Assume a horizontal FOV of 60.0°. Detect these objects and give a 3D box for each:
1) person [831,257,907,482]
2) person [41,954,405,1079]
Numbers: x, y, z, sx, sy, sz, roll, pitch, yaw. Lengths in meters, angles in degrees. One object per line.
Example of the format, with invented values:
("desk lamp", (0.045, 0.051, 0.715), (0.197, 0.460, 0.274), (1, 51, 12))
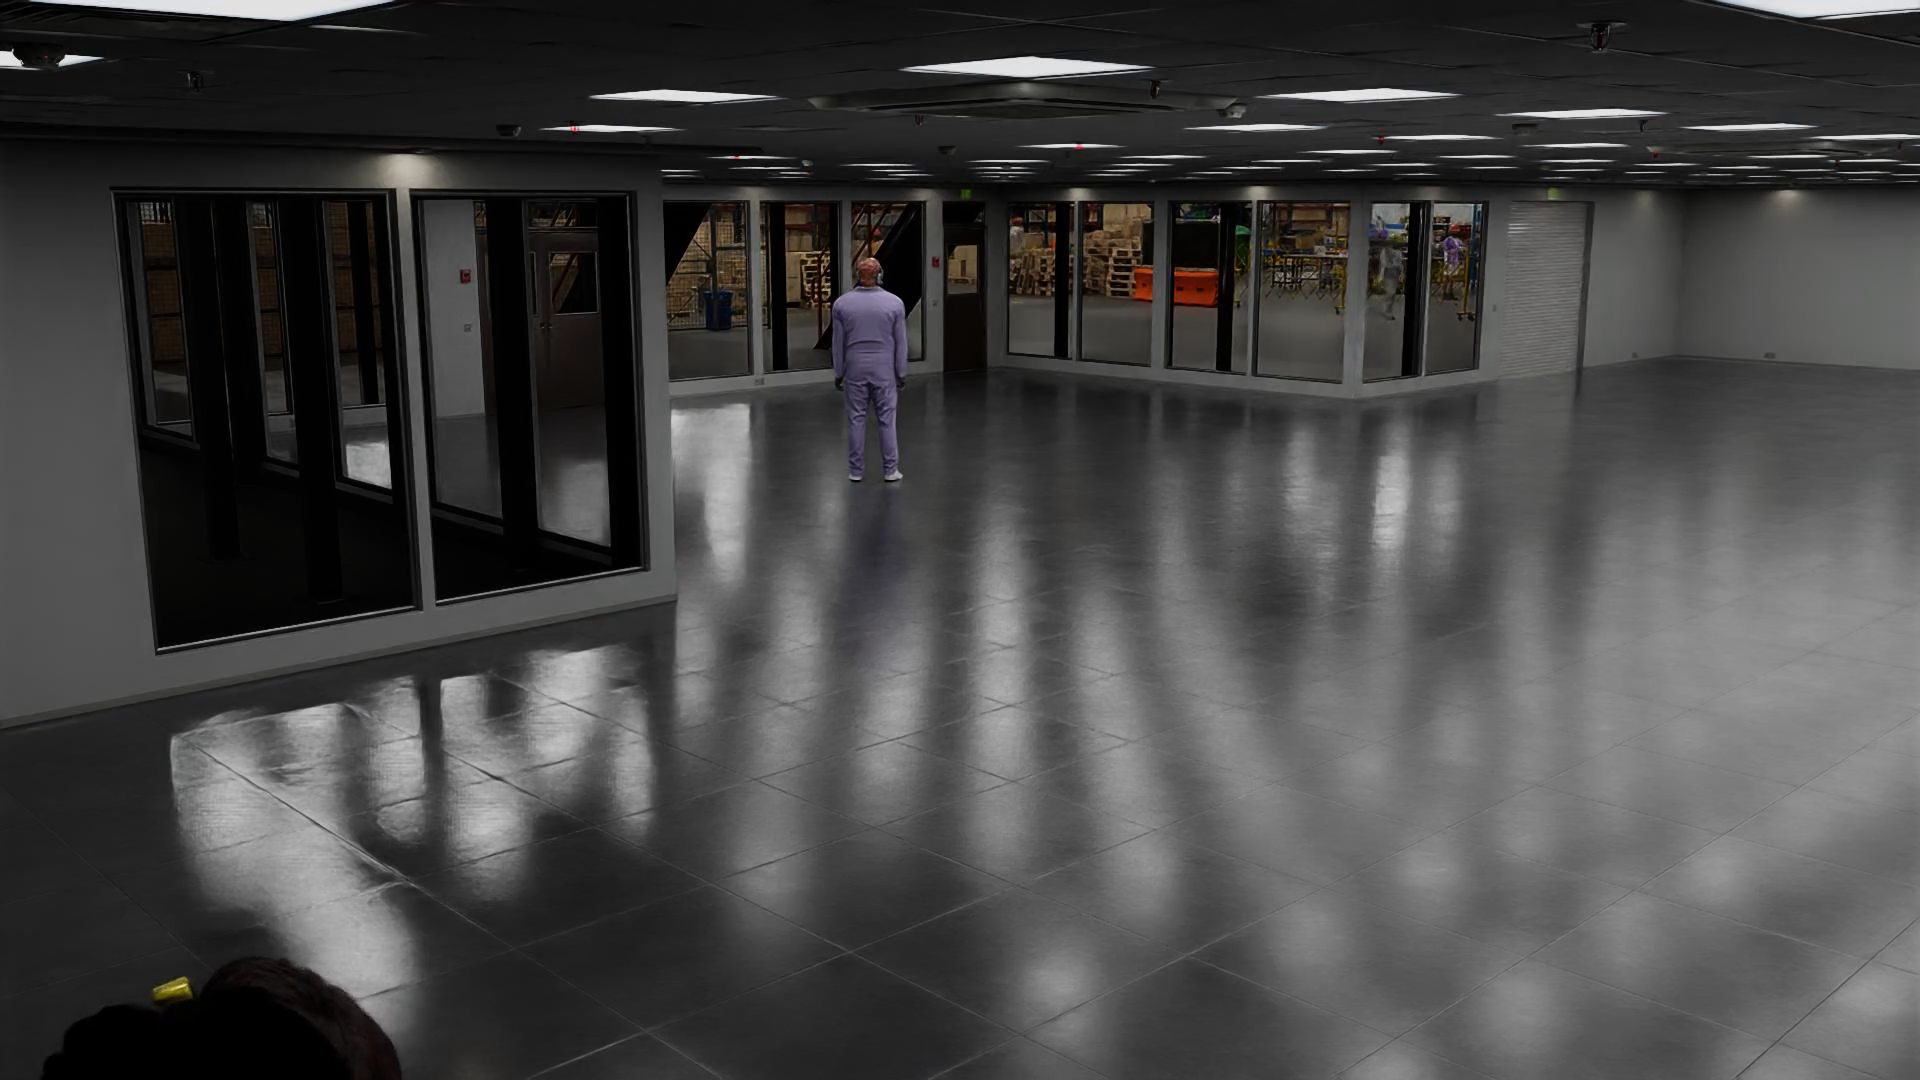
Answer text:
("person", (-0.764, -1.439, 14.174), (0.643, 1.910, 0.400), (1, 11, 4))
("person", (-0.441, 1.174, 1.207), (0.328, 1.865, 0.520), (-10, 15, -40))
